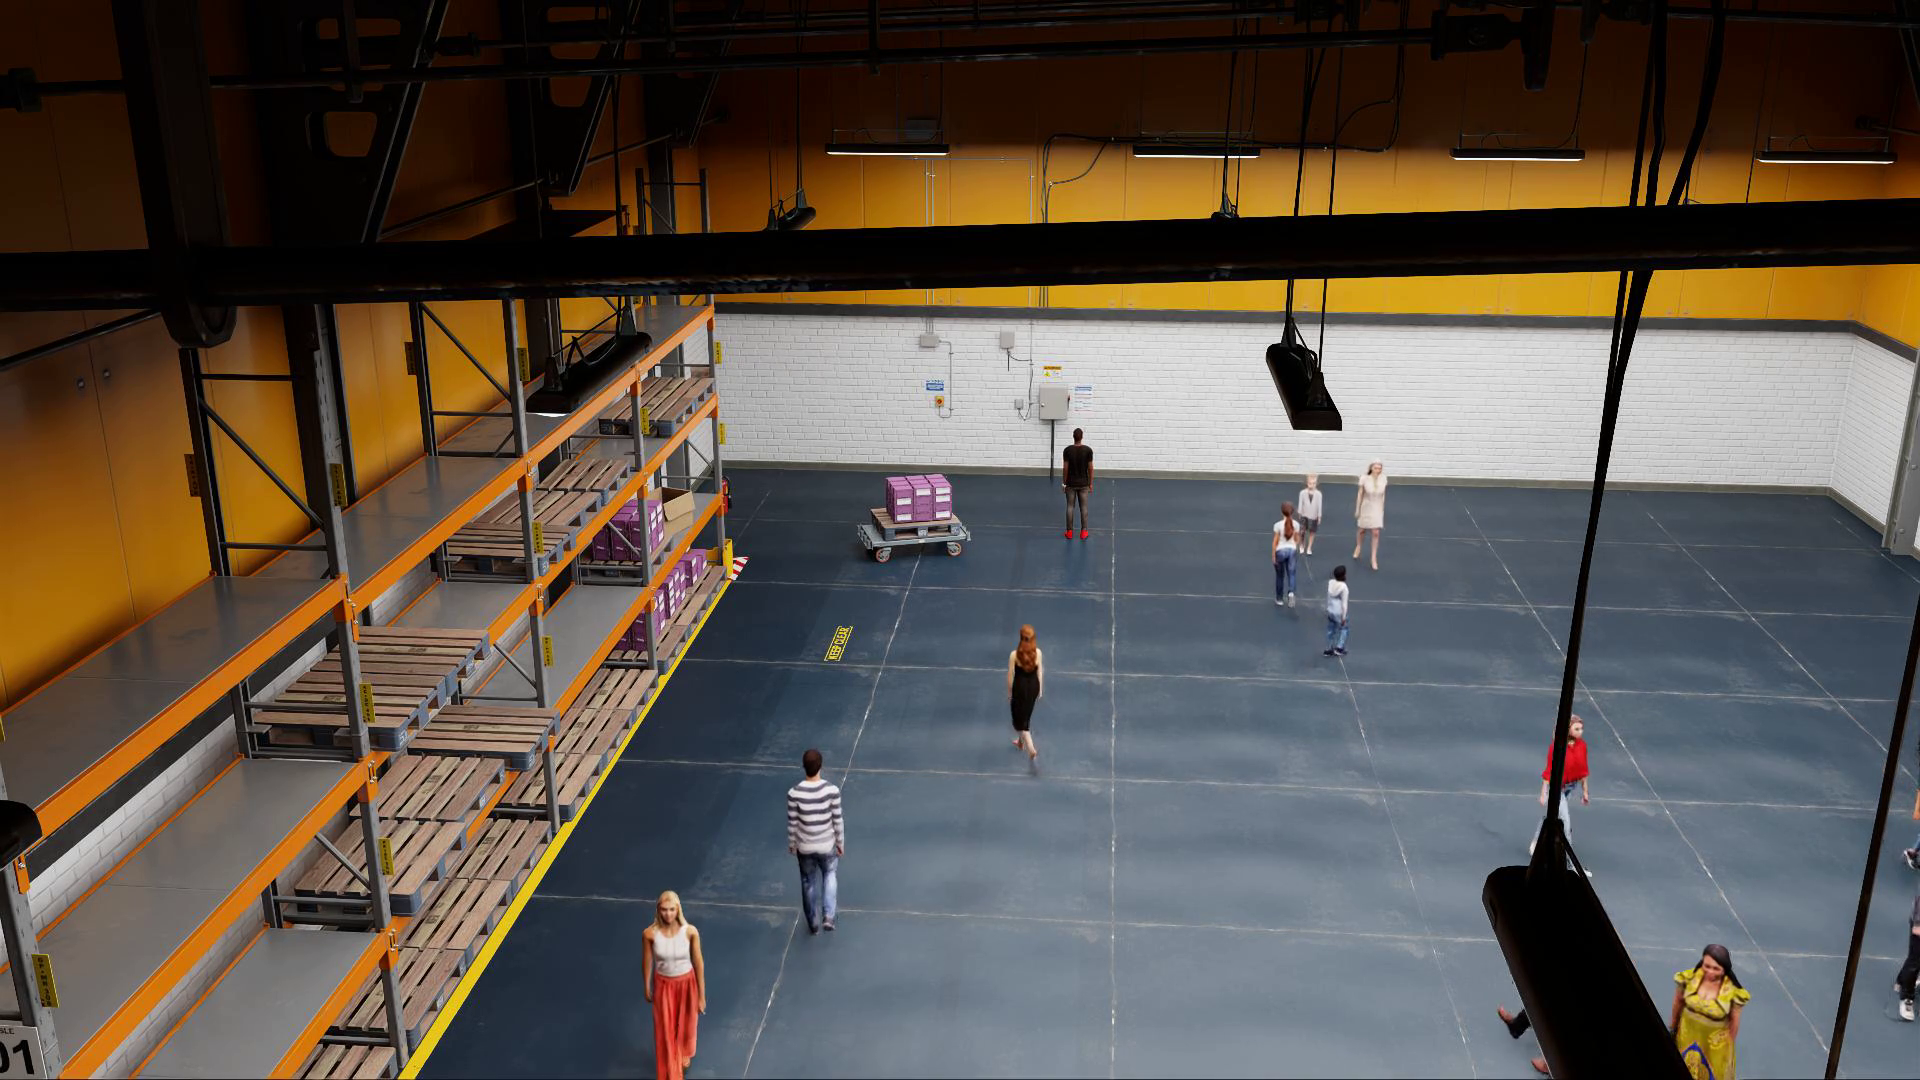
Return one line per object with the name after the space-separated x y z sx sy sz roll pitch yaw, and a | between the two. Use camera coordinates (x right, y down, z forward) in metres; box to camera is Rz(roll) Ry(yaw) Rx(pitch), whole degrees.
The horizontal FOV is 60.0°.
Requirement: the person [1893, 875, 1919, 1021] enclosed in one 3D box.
8.259 3.246 14.232 0.805 1.742 0.869 -9 21 -25 | person

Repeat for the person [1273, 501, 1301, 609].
4.630 0.226 23.501 0.565 1.550 0.891 0 19 0 | person

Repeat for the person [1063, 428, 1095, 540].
1.868 -0.907 26.466 0.641 1.806 0.532 1 19 2 | person

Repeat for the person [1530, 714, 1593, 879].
5.947 2.490 16.599 0.990 1.664 1.170 -9 21 -25 | person

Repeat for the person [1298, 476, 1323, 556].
5.432 -0.403 25.814 0.537 1.266 0.570 3 19 10 | person

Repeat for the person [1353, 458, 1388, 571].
6.196 -0.435 25.250 0.682 1.687 1.022 0 19 0 | person

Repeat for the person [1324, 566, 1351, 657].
4.907 0.949 21.828 0.652 1.248 0.591 -15 24 -38 | person

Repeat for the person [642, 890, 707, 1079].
-2.261 3.566 13.289 0.849 1.739 1.346 -2 19 -7 | person

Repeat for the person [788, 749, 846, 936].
-1.317 2.848 15.281 0.746 1.828 0.818 -1 19 -4 | person

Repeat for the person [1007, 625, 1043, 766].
0.764 1.767 18.853 0.868 1.597 1.094 -7 20 -21 | person

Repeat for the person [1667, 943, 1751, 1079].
5.718 3.794 12.751 0.948 1.650 0.990 13 22 33 | person
